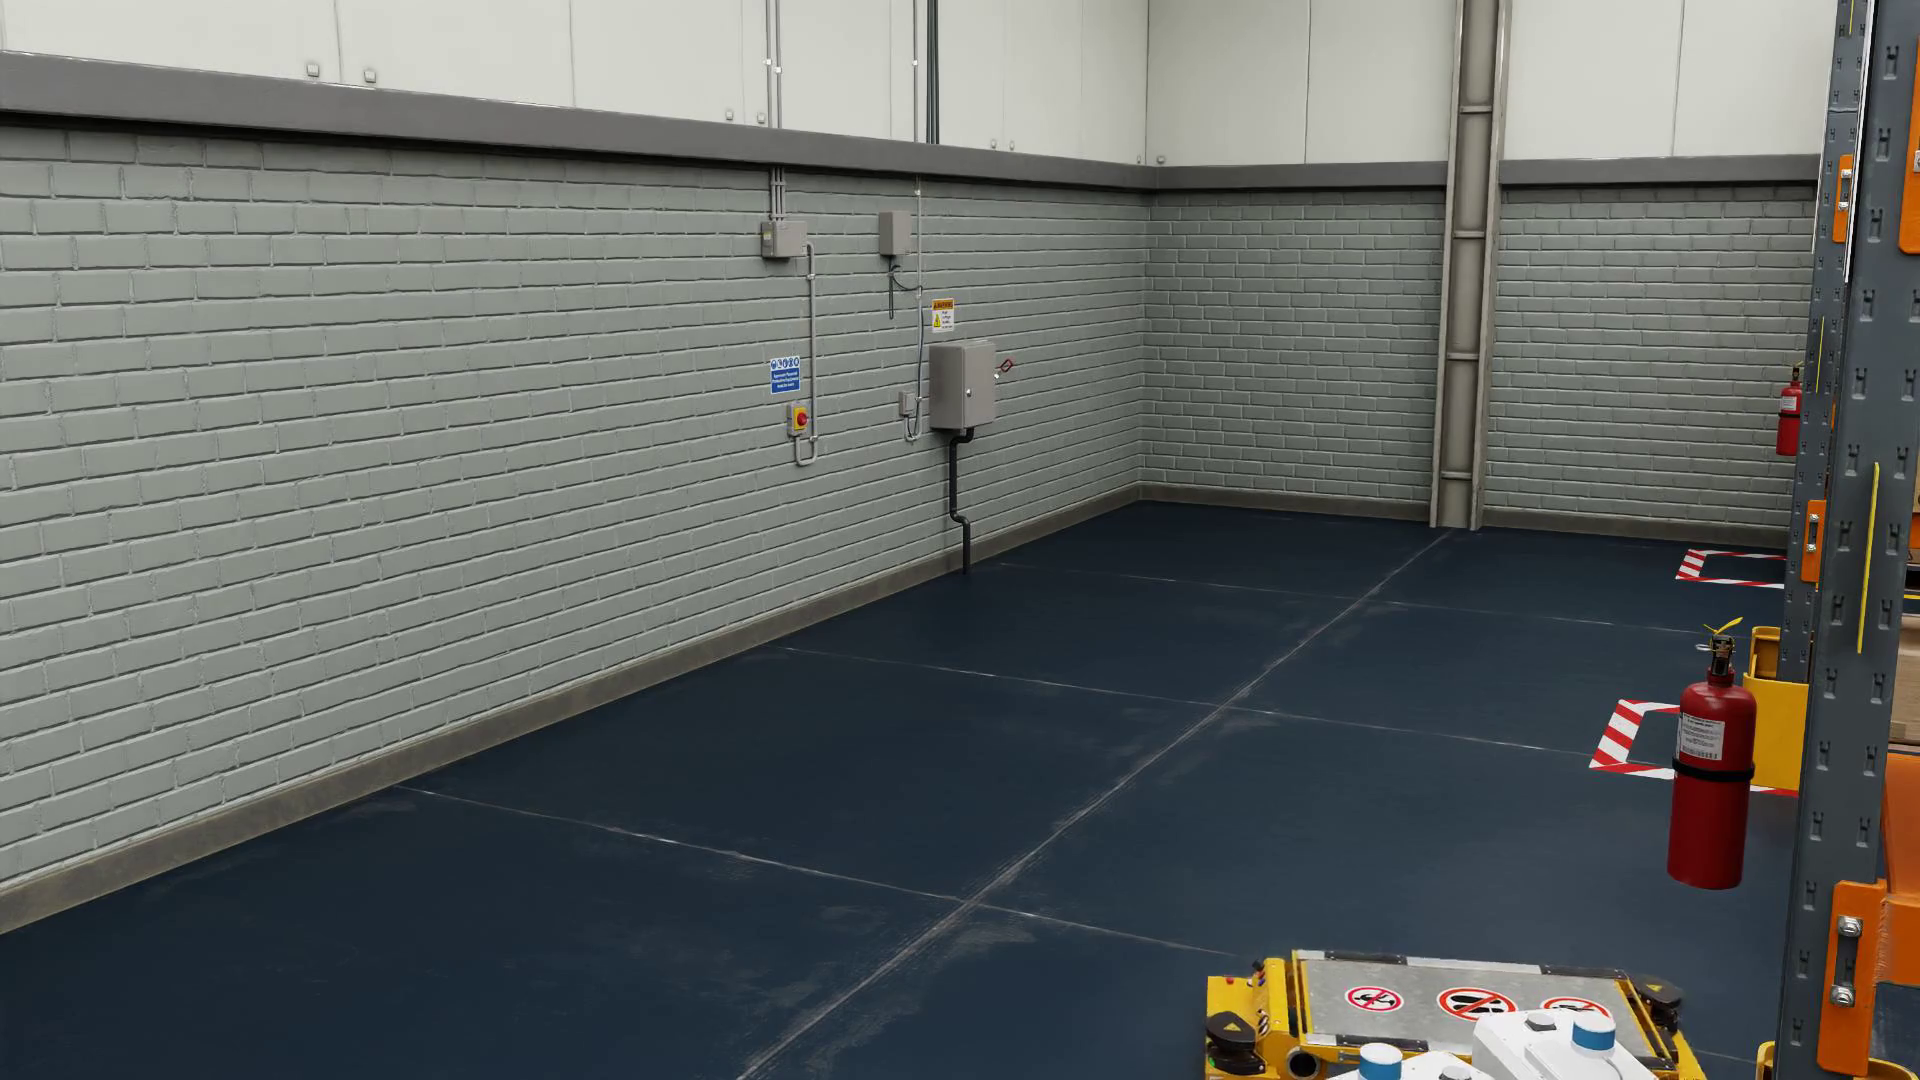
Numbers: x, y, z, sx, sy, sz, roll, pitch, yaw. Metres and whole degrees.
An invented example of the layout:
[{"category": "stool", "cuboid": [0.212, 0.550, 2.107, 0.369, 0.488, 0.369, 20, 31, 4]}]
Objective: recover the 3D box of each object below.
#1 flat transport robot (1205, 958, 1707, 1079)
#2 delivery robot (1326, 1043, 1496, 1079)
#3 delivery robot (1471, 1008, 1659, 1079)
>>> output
[{"category": "flat transport robot", "cuboid": [1.463, 1.482, 4.994, 1.431, 0.197, 0.652, 2, 11, 9]}, {"category": "delivery robot", "cuboid": [1.011, 1.468, 4.040, 0.707, 0.478, 0.477, -6, 12, -29]}, {"category": "delivery robot", "cuboid": [1.586, 1.439, 4.197, 0.477, 0.478, 0.707, -2, 10, -8]}]
